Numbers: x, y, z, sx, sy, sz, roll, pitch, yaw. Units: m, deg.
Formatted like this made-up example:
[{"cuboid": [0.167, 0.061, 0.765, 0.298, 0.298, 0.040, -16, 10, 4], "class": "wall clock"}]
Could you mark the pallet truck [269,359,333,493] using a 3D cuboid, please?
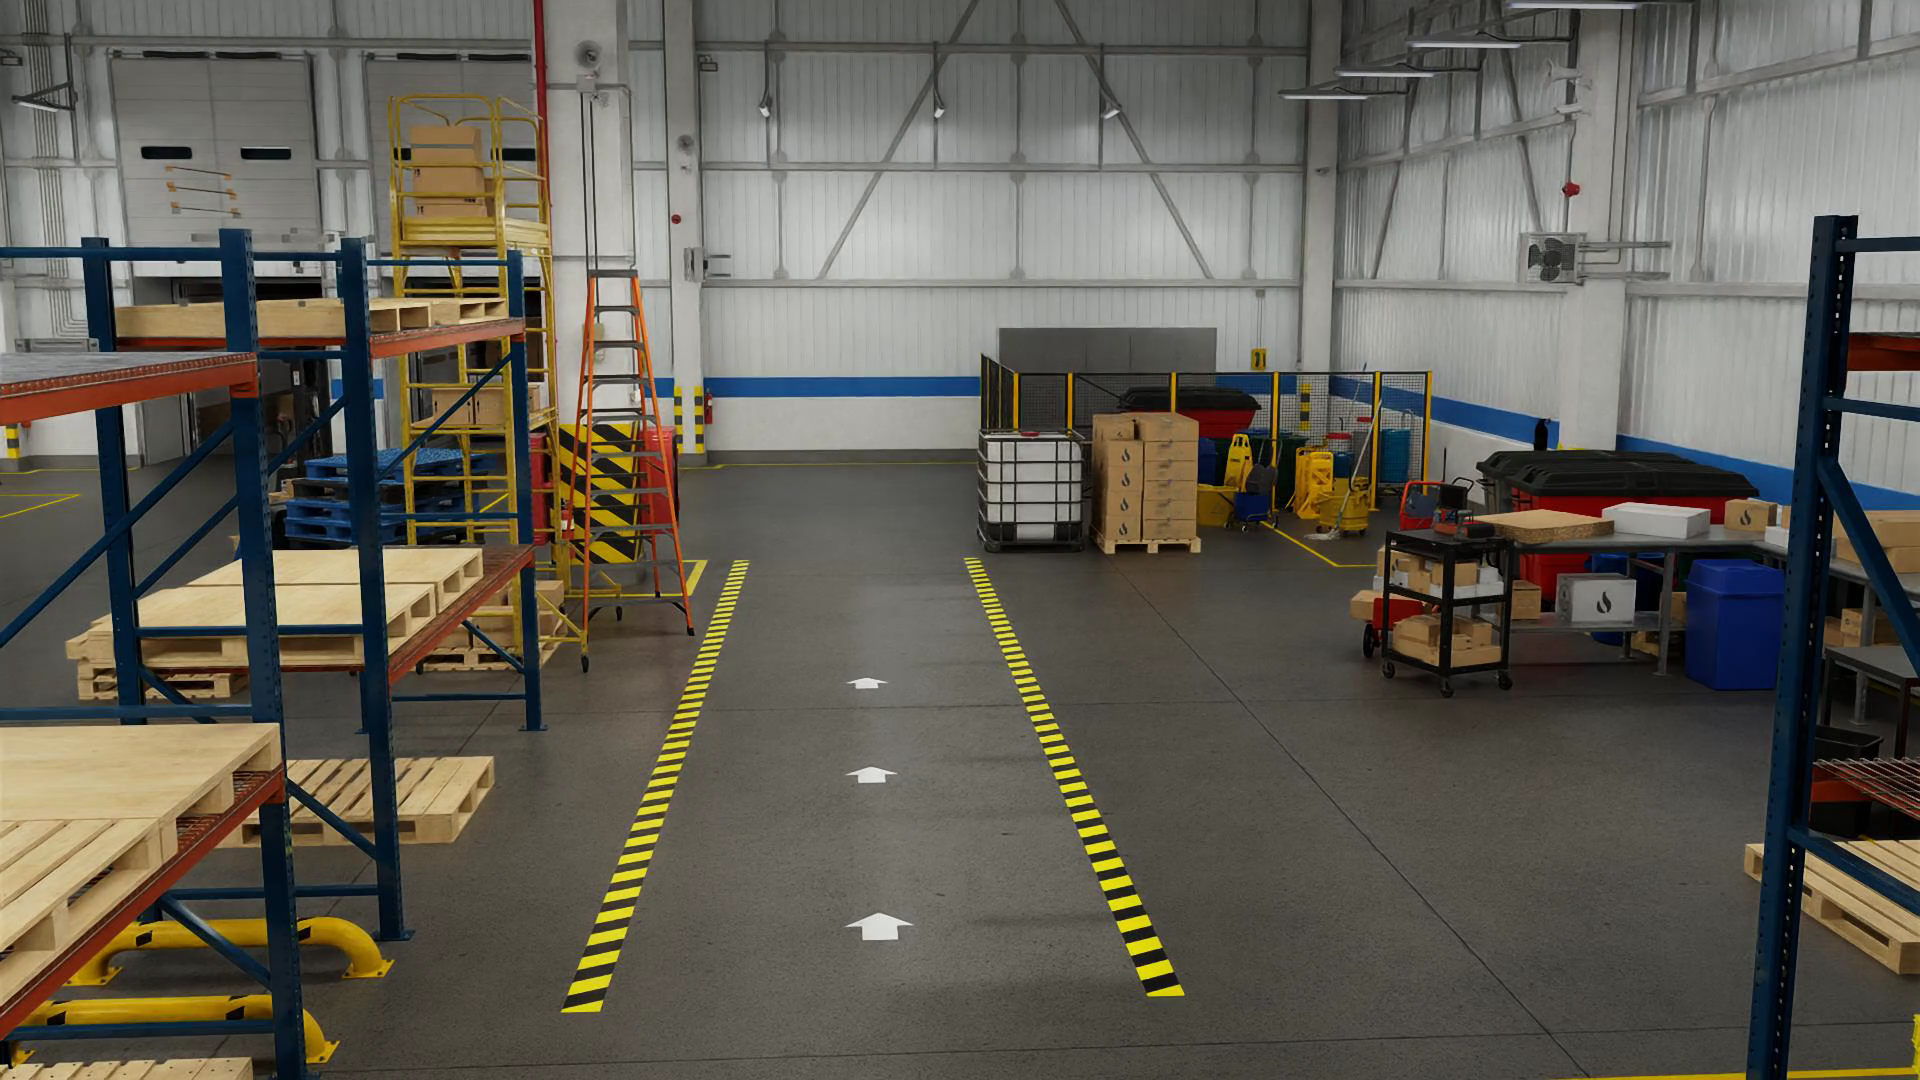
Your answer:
[{"cuboid": [-7.062, -1.131, 18.996, 1.885, 1.965, 0.823, 2, 9, 13], "class": "pallet truck"}]
